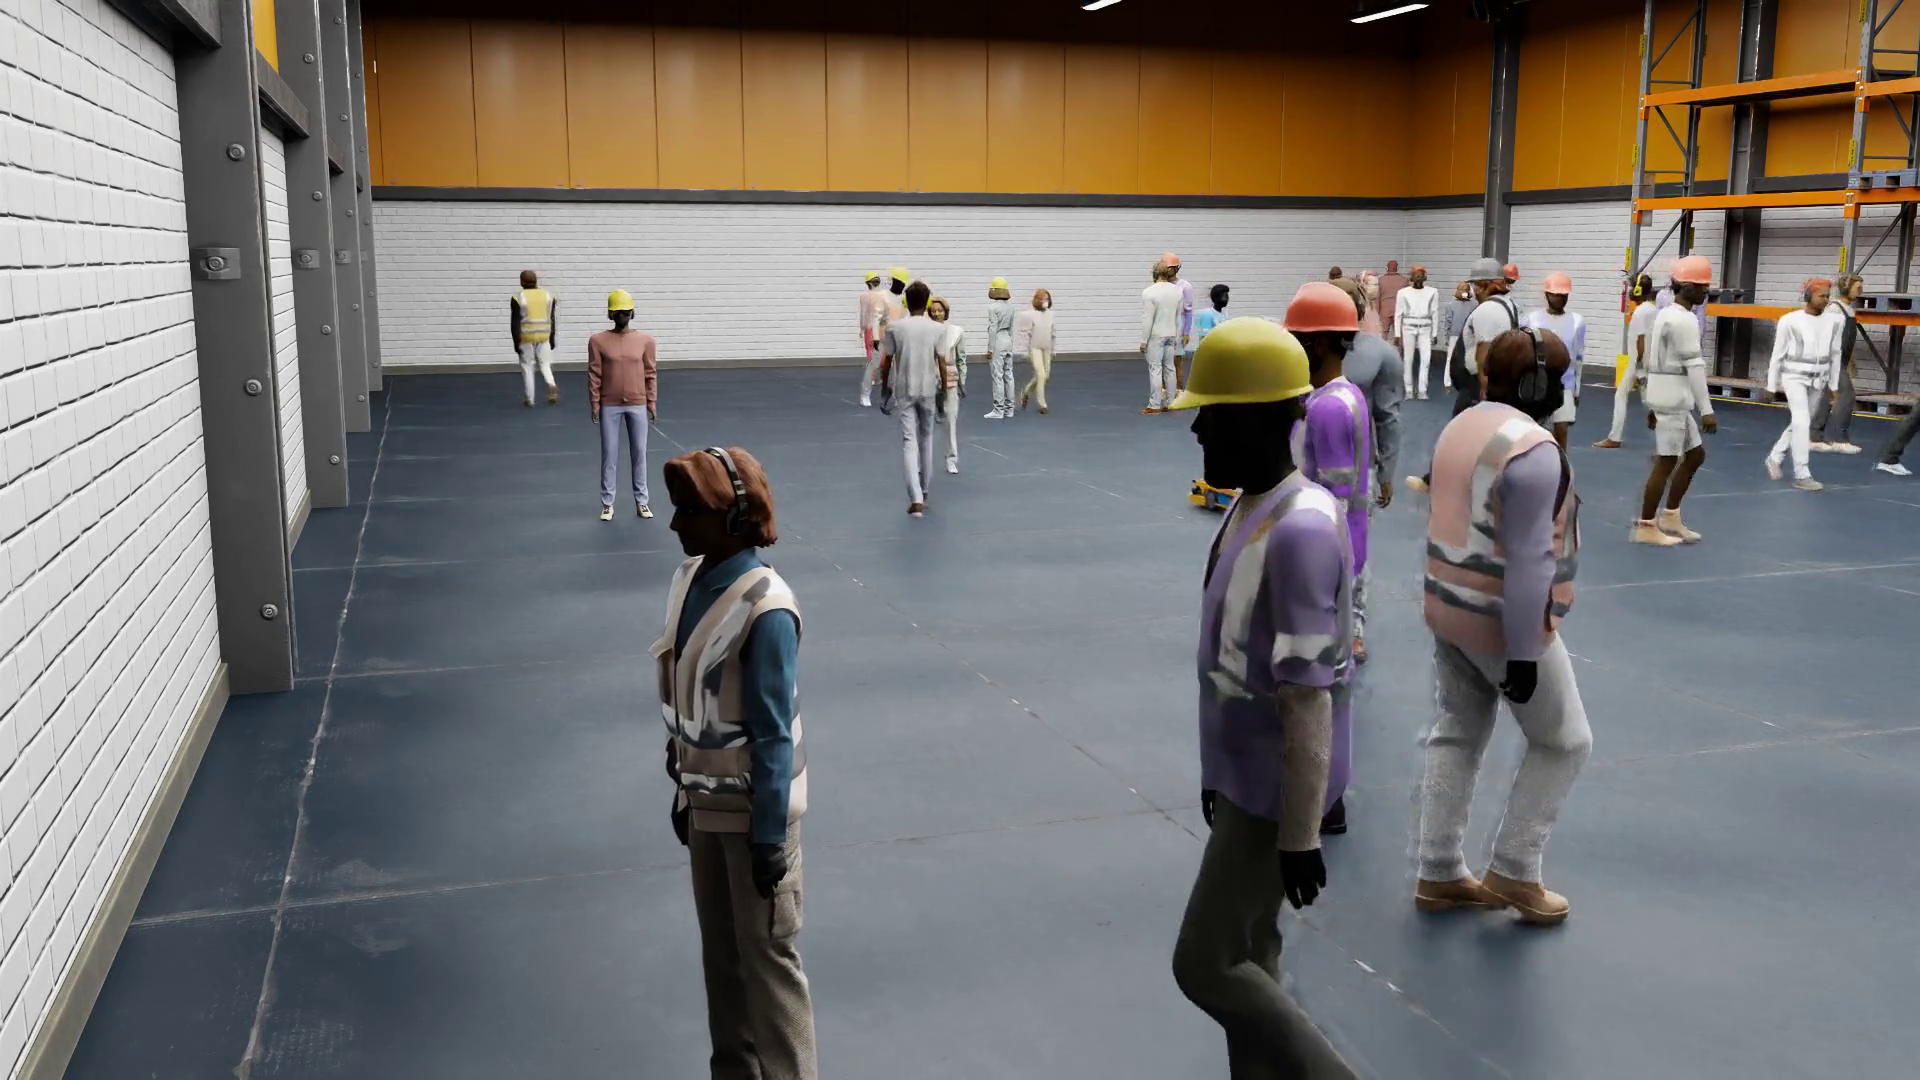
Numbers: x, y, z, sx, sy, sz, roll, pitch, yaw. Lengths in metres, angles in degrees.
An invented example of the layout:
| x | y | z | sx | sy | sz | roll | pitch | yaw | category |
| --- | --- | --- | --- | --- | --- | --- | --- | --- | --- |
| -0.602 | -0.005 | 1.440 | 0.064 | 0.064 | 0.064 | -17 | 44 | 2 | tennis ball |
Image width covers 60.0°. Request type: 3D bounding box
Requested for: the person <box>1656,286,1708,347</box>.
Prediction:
| x | y | z | sx | sy | sz | roll | pitch | yaw | category |
| --- | --- | --- | --- | --- | --- | --- | --- | --- | --- |
| 9.482 | -2.672 | 21.950 | 0.650 | 1.880 | 0.485 | 5 | 11 | 28 | person |

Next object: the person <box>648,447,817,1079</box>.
| x | y | z | sx | sy | sz | roll | pitch | yaw | category |
| --- | --- | --- | --- | --- | --- | --- | --- | --- | --- |
| -0.496 | 0.602 | 3.689 | 0.315 | 1.629 | 0.508 | -6 | 11 | -30 | person |

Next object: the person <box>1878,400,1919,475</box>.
| x | y | z | sx | sy | sz | roll | pitch | yaw | category |
| --- | --- | --- | --- | --- | --- | --- | --- | --- | --- |
| 8.925 | -1.465 | 15.035 | 1.044 | 1.856 | 0.609 | 5 | 11 | 28 | person |

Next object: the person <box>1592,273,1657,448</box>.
| x | y | z | sx | sy | sz | roll | pitch | yaw | category |
| --- | --- | --- | --- | --- | --- | --- | --- | --- | --- |
| 7.093 | -1.830 | 17.191 | 0.894 | 1.841 | 0.534 | 8 | 13 | 39 | person |

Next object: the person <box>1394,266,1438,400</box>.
| x | y | z | sx | sy | sz | roll | pitch | yaw | category |
| --- | --- | --- | --- | --- | --- | --- | --- | --- | --- |
| 6.329 | -2.858 | 23.047 | 0.605 | 1.855 | 0.730 | 1 | 10 | 6 | person |

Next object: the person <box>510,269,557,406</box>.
| x | y | z | sx | sy | sz | roll | pitch | yaw | category |
| --- | --- | --- | --- | --- | --- | --- | --- | --- | --- |
| -5.627 | -2.661 | 22.007 | 0.639 | 1.829 | 0.629 | -7 | 12 | -36 | person |

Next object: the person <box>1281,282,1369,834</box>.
| x | y | z | sx | sy | sz | roll | pitch | yaw | category |
| --- | --- | --- | --- | --- | --- | --- | --- | --- | --- |
| 1.252 | 0.071 | 5.872 | 0.361 | 1.938 | 0.545 | 2 | 10 | 13 | person |

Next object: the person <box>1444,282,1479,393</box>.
| x | y | z | sx | sy | sz | roll | pitch | yaw | category |
| --- | --- | --- | --- | --- | --- | --- | --- | --- | --- |
| 7.332 | -2.962 | 24.342 | 0.497 | 1.626 | 0.287 | 0 | 10 | 1 | person |

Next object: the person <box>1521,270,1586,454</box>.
| x | y | z | sx | sy | sz | roll | pitch | yaw | category |
| --- | --- | --- | --- | --- | --- | --- | --- | --- | --- |
| 4.942 | -1.313 | 13.996 | 0.555 | 1.910 | 0.896 | 1 | 10 | 4 | person |

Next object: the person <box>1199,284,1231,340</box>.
| x | y | z | sx | sy | sz | roll | pitch | yaw | category |
| --- | --- | --- | --- | --- | --- | --- | --- | --- | --- |
| 2.983 | -2.133 | 19.352 | 0.384 | 1.680 | 0.550 | 8 | 13 | 39 | person |

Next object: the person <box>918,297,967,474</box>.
| x | y | z | sx | sy | sz | roll | pitch | yaw | category |
| --- | --- | --- | --- | --- | --- | --- | --- | --- | --- |
| -0.197 | -1.424 | 15.388 | 0.523 | 1.638 | 0.310 | 0 | 10 | -2 | person |

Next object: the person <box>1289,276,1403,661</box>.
| x | y | z | sx | sy | sz | roll | pitch | yaw | category |
| --- | --- | --- | --- | --- | --- | --- | --- | --- | --- |
| 1.877 | -0.350 | 8.347 | 0.637 | 1.932 | 0.375 | 3 | 10 | 18 | person |

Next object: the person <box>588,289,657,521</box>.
| x | y | z | sx | sy | sz | roll | pitch | yaw | category |
| --- | --- | --- | --- | --- | --- | --- | --- | --- | --- |
| -2.577 | -1.031 | 12.751 | 0.525 | 1.769 | 0.311 | -3 | 10 | -18 | person |

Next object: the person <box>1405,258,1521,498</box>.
| x | y | z | sx | sy | sz | roll | pitch | yaw | category |
| --- | --- | --- | --- | --- | --- | --- | --- | --- | --- |
| 4.196 | -1.313 | 13.585 | 0.980 | 2.000 | 0.708 | 8 | 13 | 38 | person |

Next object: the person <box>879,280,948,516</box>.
| x | y | z | sx | sy | sz | roll | pitch | yaw | category |
| --- | --- | --- | --- | --- | --- | --- | --- | --- | --- |
| -0.370 | -1.131 | 13.183 | 0.516 | 1.821 | 0.979 | -2 | 10 | -10 | person |

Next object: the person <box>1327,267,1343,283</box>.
| x | y | z | sx | sy | sz | roll | pitch | yaw | category |
| --- | --- | --- | --- | --- | --- | --- | --- | --- | --- |
| 6.260 | -3.649 | 27.825 | 0.636 | 1.795 | 0.933 | 2 | 10 | 12 | person |

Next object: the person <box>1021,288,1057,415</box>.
| x | y | z | sx | sy | sz | roll | pitch | yaw | category |
| --- | --- | --- | --- | --- | --- | --- | --- | --- | --- |
| 0.981 | -2.408 | 21.215 | 0.504 | 1.604 | 0.676 | -7 | 12 | -35 | person |

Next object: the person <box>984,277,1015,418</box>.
| x | y | z | sx | sy | sz | roll | pitch | yaw | category |
| --- | --- | --- | --- | --- | --- | --- | --- | --- | --- |
| 0.481 | -2.383 | 20.640 | 0.301 | 1.743 | 0.493 | 7 | 12 | 36 | person |

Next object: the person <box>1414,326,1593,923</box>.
| x | y | z | sx | sy | sz | roll | pitch | yaw | category |
| --- | --- | --- | --- | --- | --- | --- | --- | --- | --- |
| 1.684 | 0.267 | 5.062 | 0.578 | 1.820 | 0.658 | -2 | 10 | -9 | person |

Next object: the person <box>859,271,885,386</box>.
| x | y | z | sx | sy | sz | roll | pitch | yaw | category |
| --- | --- | --- | --- | --- | --- | --- | --- | --- | --- |
| -1.324 | -3.254 | 25.629 | 0.522 | 1.764 | 0.318 | -7 | 12 | -34 | person |

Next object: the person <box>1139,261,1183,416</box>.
| x | y | z | sx | sy | sz | roll | pitch | yaw | category |
| --- | --- | --- | --- | --- | --- | --- | --- | --- | --- |
| 2.514 | -2.526 | 20.900 | 0.631 | 1.940 | 0.368 | -7 | 12 | -37 | person |

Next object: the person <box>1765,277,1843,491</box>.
| x | y | z | sx | sy | sz | roll | pitch | yaw | category |
| --- | --- | --- | --- | --- | --- | --- | --- | --- | --- |
| 7.372 | -1.391 | 14.634 | 0.576 | 1.852 | 0.934 | -1 | 10 | -7 | person |

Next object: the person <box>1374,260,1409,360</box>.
| x | y | z | sx | sy | sz | roll | pitch | yaw | category |
| --- | --- | --- | --- | --- | --- | --- | --- | --- | --- |
| 8.119 | -4.310 | 31.314 | 0.643 | 1.911 | 0.411 | 1 | 10 | 8 | person |

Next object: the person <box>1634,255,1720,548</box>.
| x | y | z | sx | sy | sz | roll | pitch | yaw | category |
| --- | --- | --- | --- | --- | --- | --- | --- | --- | --- |
| 4.990 | -0.934 | 11.443 | 0.616 | 2.018 | 0.614 | 3 | 10 | 15 | person |

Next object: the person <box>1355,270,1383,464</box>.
| x | y | z | sx | sy | sz | roll | pitch | yaw | category |
| --- | --- | --- | --- | --- | --- | --- | --- | --- | --- |
| 3.811 | -1.664 | 16.067 | 0.749 | 1.883 | 0.650 | 7 | 12 | 37 | person |

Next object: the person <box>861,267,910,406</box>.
| x | y | z | sx | sy | sz | roll | pitch | yaw | category |
| --- | --- | --- | --- | --- | --- | --- | --- | --- | --- |
| -0.992 | -2.675 | 21.998 | 0.703 | 1.870 | 0.968 | -9 | 13 | -42 | person |

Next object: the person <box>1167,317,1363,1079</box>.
| x | y | z | sx | sy | sz | roll | pitch | yaw | category |
| --- | --- | --- | --- | --- | --- | --- | --- | --- | --- |
| 0.629 | 0.490 | 3.519 | 0.424 | 1.912 | 0.595 | 0 | 10 | 2 | person |

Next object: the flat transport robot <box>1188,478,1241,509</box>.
| x | y | z | sx | sy | sz | roll | pitch | yaw | category |
| --- | --- | --- | --- | --- | --- | --- | --- | --- | --- |
| 2.389 | -0.321 | 12.957 | 0.652 | 0.197 | 1.431 | -3 | 10 | -19 | flat transport robot |

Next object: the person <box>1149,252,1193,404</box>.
| x | y | z | sx | sy | sz | roll | pitch | yaw | category |
| --- | --- | --- | --- | --- | --- | --- | --- | --- | --- |
| 2.803 | -2.813 | 22.259 | 0.612 | 2.041 | 0.393 | 8 | 13 | 39 | person |

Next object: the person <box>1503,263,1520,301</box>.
| x | y | z | sx | sy | sz | roll | pitch | yaw | category |
| --- | --- | --- | --- | --- | --- | --- | --- | --- | --- |
| 8.253 | -3.282 | 25.472 | 0.374 | 1.889 | 0.708 | -1 | 10 | -5 | person |

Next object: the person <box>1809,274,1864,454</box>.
| x | y | z | sx | sy | sz | roll | pitch | yaw | category |
| --- | --- | --- | --- | --- | --- | --- | --- | --- | --- |
| 9.011 | -1.780 | 16.899 | 0.533 | 1.821 | 0.705 | -10 | 14 | -44 | person |
